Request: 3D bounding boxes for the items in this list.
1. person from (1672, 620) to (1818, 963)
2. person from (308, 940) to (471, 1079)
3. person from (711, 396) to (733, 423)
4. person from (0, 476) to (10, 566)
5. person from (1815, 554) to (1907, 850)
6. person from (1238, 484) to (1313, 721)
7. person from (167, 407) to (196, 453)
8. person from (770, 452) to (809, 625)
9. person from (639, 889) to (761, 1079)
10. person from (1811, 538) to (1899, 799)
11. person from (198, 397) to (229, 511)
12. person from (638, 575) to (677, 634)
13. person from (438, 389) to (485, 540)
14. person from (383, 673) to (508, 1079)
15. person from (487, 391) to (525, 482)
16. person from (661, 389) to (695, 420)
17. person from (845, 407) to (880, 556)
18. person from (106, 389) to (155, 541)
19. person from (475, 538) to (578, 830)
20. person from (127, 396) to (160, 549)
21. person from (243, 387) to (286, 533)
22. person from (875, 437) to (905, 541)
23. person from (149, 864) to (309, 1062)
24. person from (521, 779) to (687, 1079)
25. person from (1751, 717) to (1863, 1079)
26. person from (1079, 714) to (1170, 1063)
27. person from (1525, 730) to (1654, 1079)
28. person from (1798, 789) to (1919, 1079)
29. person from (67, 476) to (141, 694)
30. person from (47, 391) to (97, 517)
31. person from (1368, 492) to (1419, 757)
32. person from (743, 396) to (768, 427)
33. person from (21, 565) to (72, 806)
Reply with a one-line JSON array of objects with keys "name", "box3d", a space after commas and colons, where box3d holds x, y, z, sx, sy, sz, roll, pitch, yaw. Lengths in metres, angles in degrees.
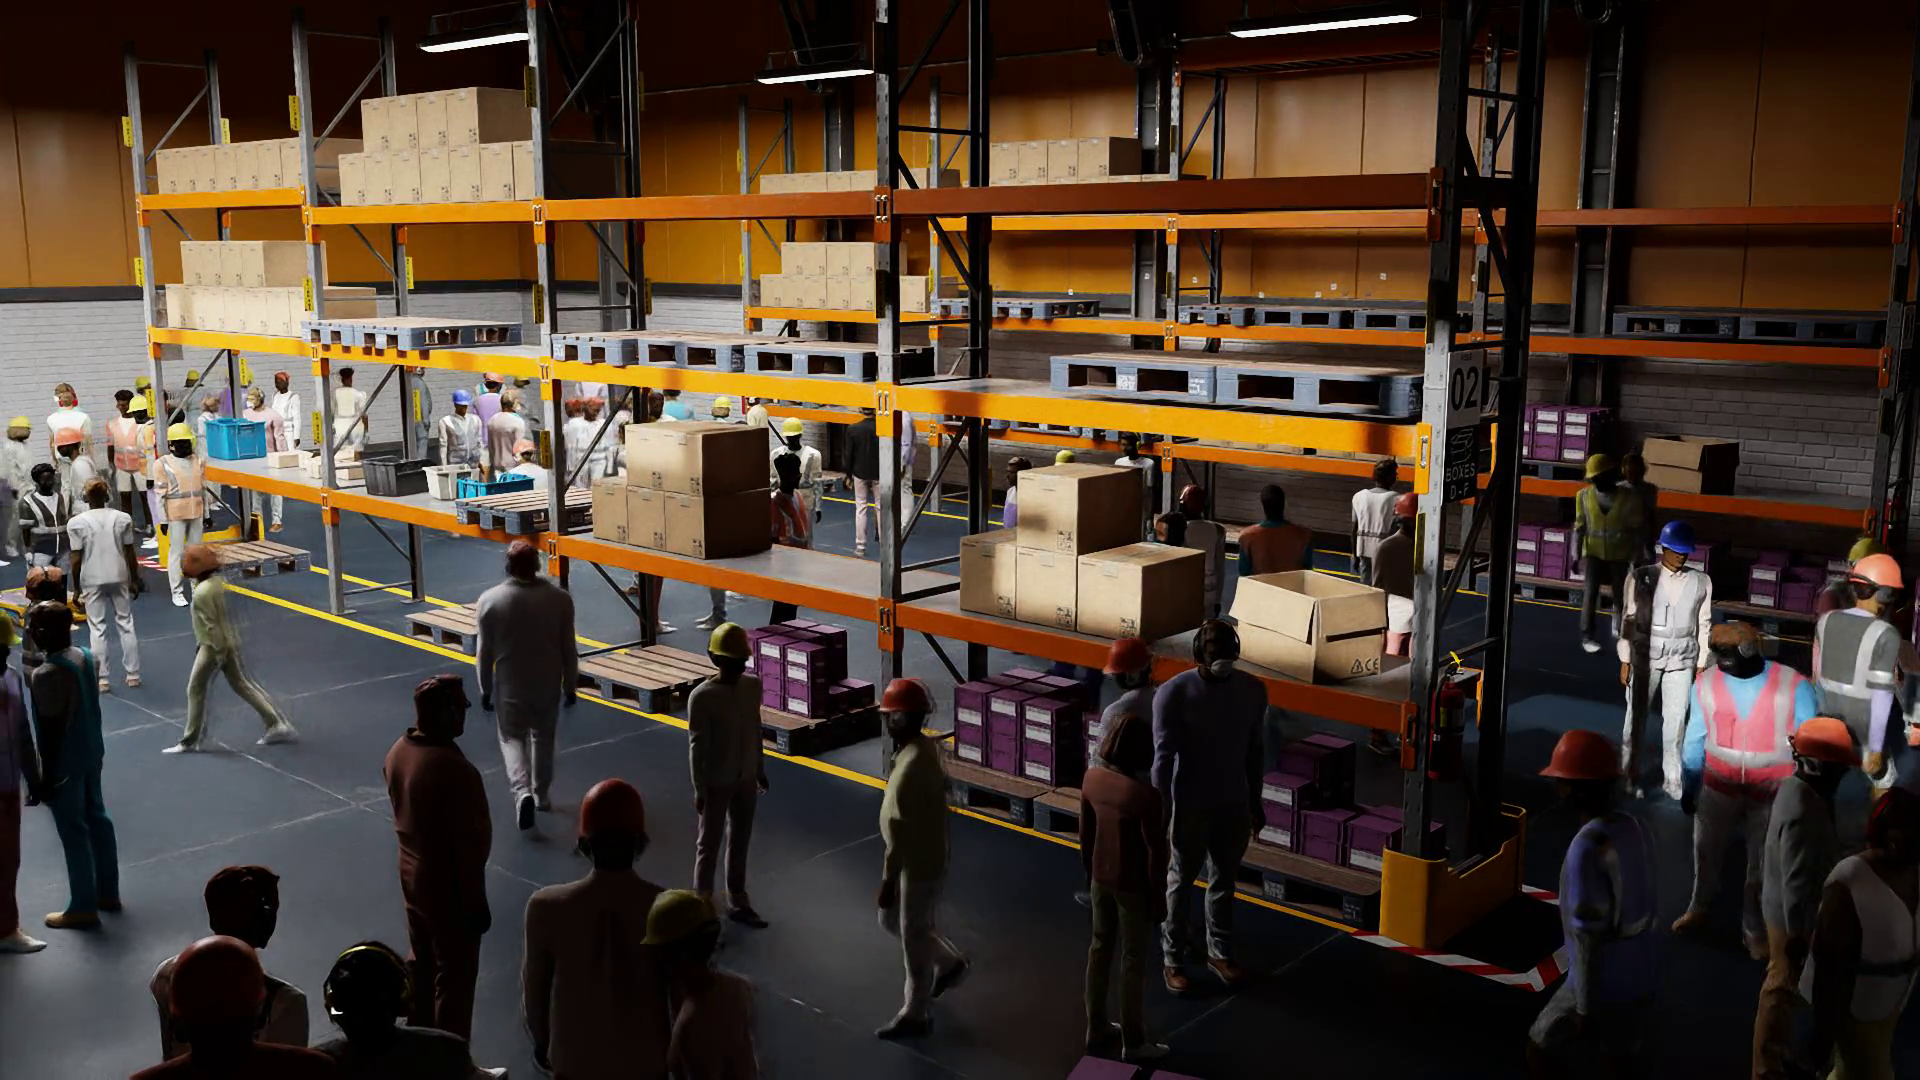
[{"name": "person", "box3d": [4.195, 1.326, 8.881, 0.672, 1.811, 0.457, 7, 12, 35]}, {"name": "person", "box3d": [-1.647, 2.022, 4.810, 0.526, 1.856, 0.350, -3, 10, -15]}, {"name": "person", "box3d": [-3.240, -1.087, 22.692, 0.323, 1.738, 0.493, -8, 13, -37]}, {"name": "person", "box3d": [-11.483, -0.484, 19.590, 0.524, 1.631, 0.319, 4, 11, 21]}, {"name": "person", "box3d": [5.260, 1.077, 9.677, 0.770, 2.009, 0.603, -3, 11, -18]}, {"name": "person", "box3d": [2.511, 0.505, 13.258, 0.607, 1.892, 0.711, 3, 10, 14]}, {"name": "person", "box3d": [-10.152, -0.885, 21.658, 0.318, 1.700, 0.536, 3, 10, 15]}, {"name": "person", "box3d": [-1.529, 0.191, 14.818, 0.361, 1.964, 0.613, 4, 11, 21]}, {"name": "person", "box3d": [-0.764, 1.988, 5.373, 0.682, 1.704, 0.548, 2, 10, 12]}, {"name": "person", "box3d": [6.243, 0.867, 11.524, 0.612, 1.783, 0.919, -4, 11, -22]}, {"name": "person", "box3d": [-10.723, -1.245, 23.901, 0.352, 1.628, 0.522, 1, 10, 5]}, {"name": "person", "box3d": [-2.998, -0.023, 16.213, 0.412, 1.907, 0.596, -6, 12, -30]}, {"name": "person", "box3d": [-6.431, -0.982, 21.515, 0.616, 1.942, 0.408, -9, 14, -43]}, {"name": "person", "box3d": [-2.291, 1.532, 7.451, 0.399, 1.899, 0.635, -9, 13, -41]}, {"name": "person", "box3d": [-5.750, -0.925, 21.217, 0.628, 1.936, 0.374, 7, 12, 33]}, {"name": "person", "box3d": [-3.873, -1.199, 22.468, 0.617, 2.042, 0.390, -5, 11, -28]}, {"name": "person", "box3d": [-1.098, -0.794, 20.320, 0.612, 1.991, 0.392, 0, 10, -3]}, {"name": "person", "box3d": [-10.610, -0.957, 21.314, 0.614, 1.963, 0.362, -1, 10, -5]}, {"name": "person", "box3d": [-2.819, 0.934, 10.881, 0.647, 1.883, 0.804, -4, 11, -22]}, {"name": "person", "box3d": [-10.179, -0.853, 20.886, 0.399, 1.911, 0.596, -5, 11, -26]}, {"name": "person", "box3d": [-9.204, -1.053, 21.944, 0.629, 1.937, 0.379, 1, 10, 8]}, {"name": "person", "box3d": [-0.914, -0.917, 21.221, 0.391, 1.923, 0.550, 8, 13, 40]}, {"name": "person", "box3d": [-2.246, 1.929, 5.260, 0.582, 1.879, 0.374, 4, 11, 20]}, {"name": "person", "box3d": [-1.228, 1.788, 5.891, 0.613, 1.939, 1.063, -2, 10, -10]}, {"name": "person", "box3d": [3.729, 1.624, 7.345, 0.346, 1.747, 0.565, 5, 11, 28]}, {"name": "person", "box3d": [0.767, 1.609, 7.745, 0.266, 1.631, 0.509, -9, 13, -40]}, {"name": "person", "box3d": [2.471, 1.690, 6.530, 0.557, 1.904, 0.642, -10, 14, -44]}, {"name": "person", "box3d": [3.497, 1.796, 6.213, 0.678, 1.809, 0.744, -7, 12, -36]}, {"name": "person", "box3d": [-7.246, 0.379, 14.098, 0.513, 1.844, 0.328, -8, 13, -39]}, {"name": "person", "box3d": [-11.966, -1.085, 22.410, 0.564, 1.839, 0.390, 0, 10, 1]}, {"name": "person", "box3d": [3.306, 0.619, 12.359, 0.618, 1.986, 0.408, -6, 12, -30]}, {"name": "person", "box3d": [-2.995, -1.376, 24.325, 0.361, 1.740, 0.570, 3, 10, 15]}, {"name": "person", "box3d": [-6.180, 0.983, 11.291, 0.314, 1.632, 0.516, -7, 12, -35]}]
